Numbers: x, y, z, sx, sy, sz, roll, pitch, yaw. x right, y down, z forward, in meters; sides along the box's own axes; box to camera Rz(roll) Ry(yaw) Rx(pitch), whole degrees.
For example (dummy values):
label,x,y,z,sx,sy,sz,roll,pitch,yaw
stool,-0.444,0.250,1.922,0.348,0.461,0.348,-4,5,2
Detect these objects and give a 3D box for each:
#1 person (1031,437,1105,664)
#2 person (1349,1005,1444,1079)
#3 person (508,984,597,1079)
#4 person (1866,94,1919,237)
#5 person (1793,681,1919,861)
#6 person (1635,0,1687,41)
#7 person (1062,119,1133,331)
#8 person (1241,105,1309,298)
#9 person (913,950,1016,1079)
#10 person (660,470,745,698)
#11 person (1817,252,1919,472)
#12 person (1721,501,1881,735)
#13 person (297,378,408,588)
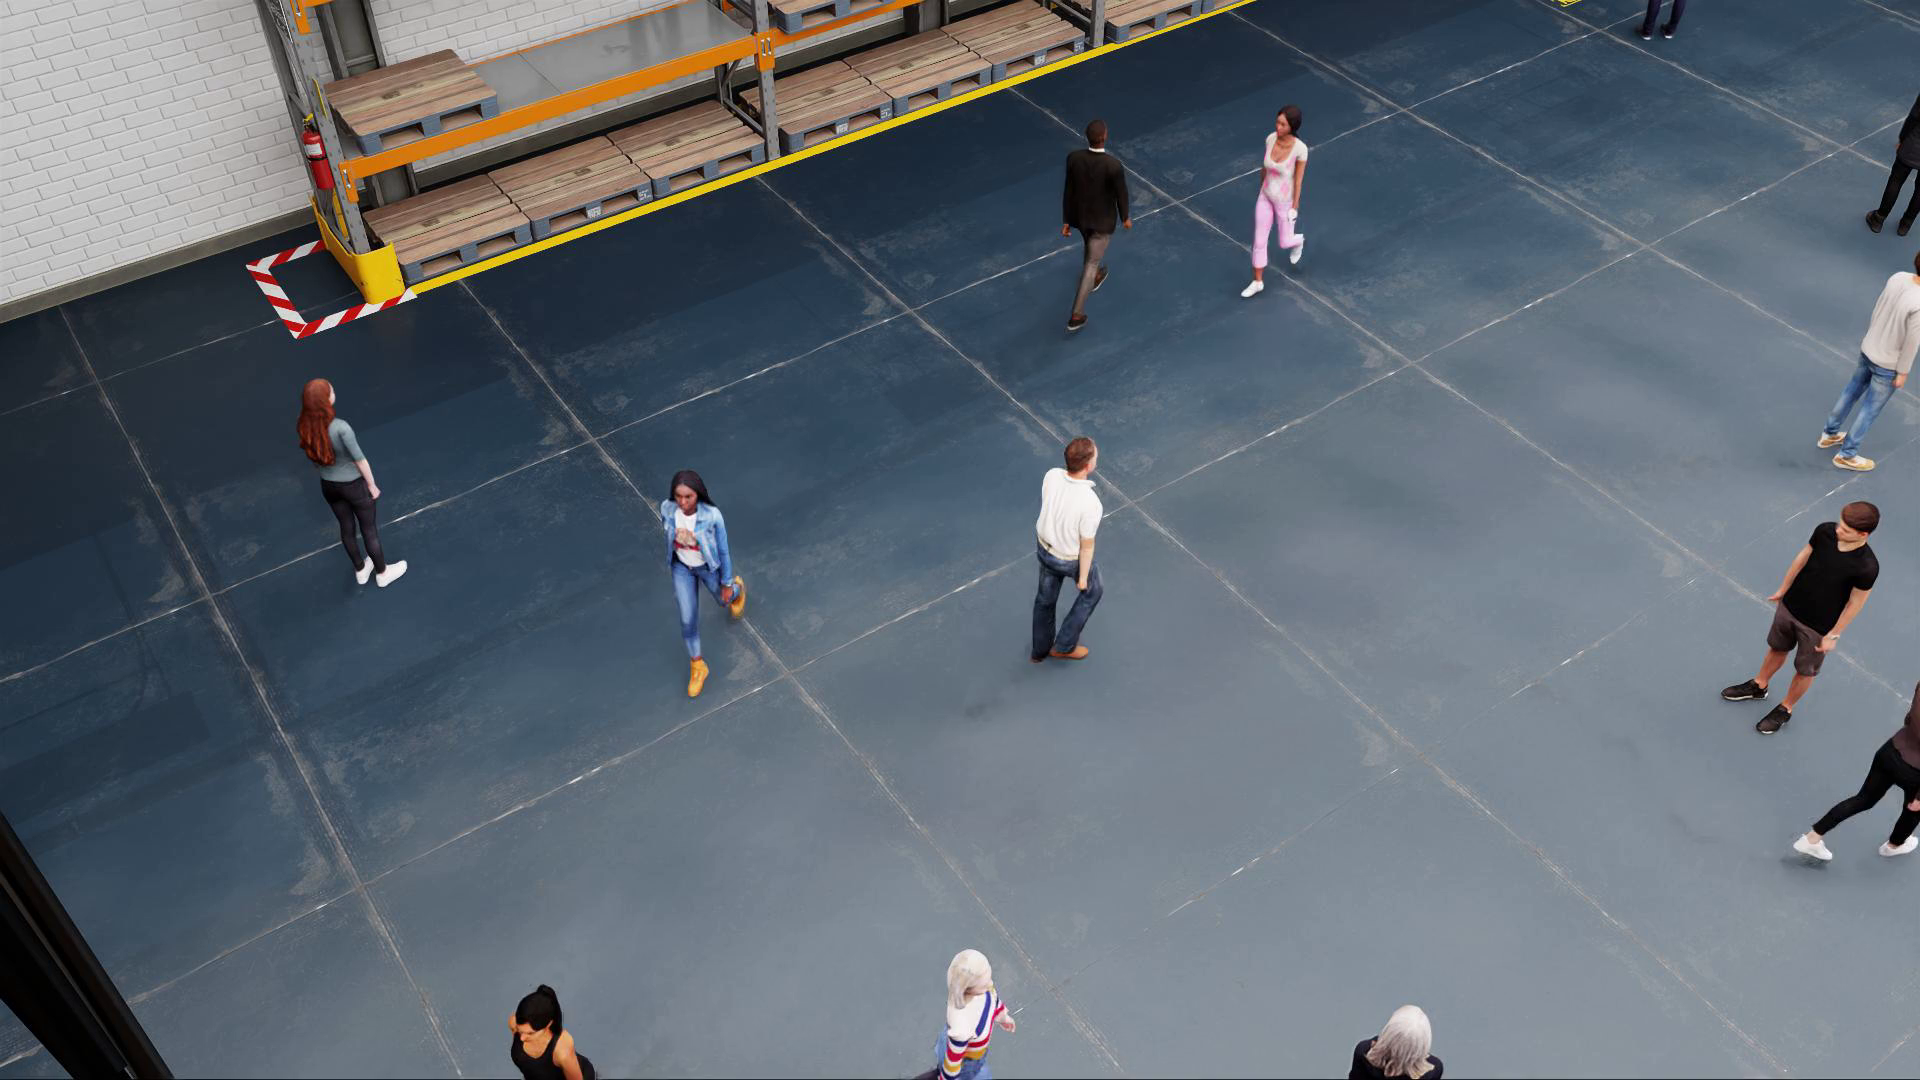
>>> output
label,x,y,z,sx,sy,sz,roll,pitch,yaw
person,0.596,0.144,10.763,0.681,1.831,0.673,-30,51,-28
person,2.050,2.762,8.077,0.696,1.747,0.748,10,44,10
person,-1.954,2.634,8.281,0.748,1.649,0.810,22,48,22
person,8.492,-3.482,14.606,0.737,1.781,0.775,14,45,14
person,5.407,1.319,9.648,1.119,1.667,0.892,-6,44,-6
person,7.528,-6.130,17.341,0.668,1.841,0.790,-2,44,-2
person,1.069,-2.549,13.646,1.010,1.754,1.296,22,48,22
person,2.732,-2.870,14.005,0.737,1.722,1.049,32,52,29
person,-0.071,2.538,8.292,1.198,1.772,1.091,4,44,4
person,-1.656,0.153,10.864,1.112,1.678,1.186,8,44,8
person,6.840,-1.365,12.296,0.745,1.902,0.754,-4,44,-4
person,5.361,0.448,10.424,0.666,1.858,0.734,-15,46,-15
person,-4.203,-0.378,11.375,0.670,1.742,0.704,13,45,13
